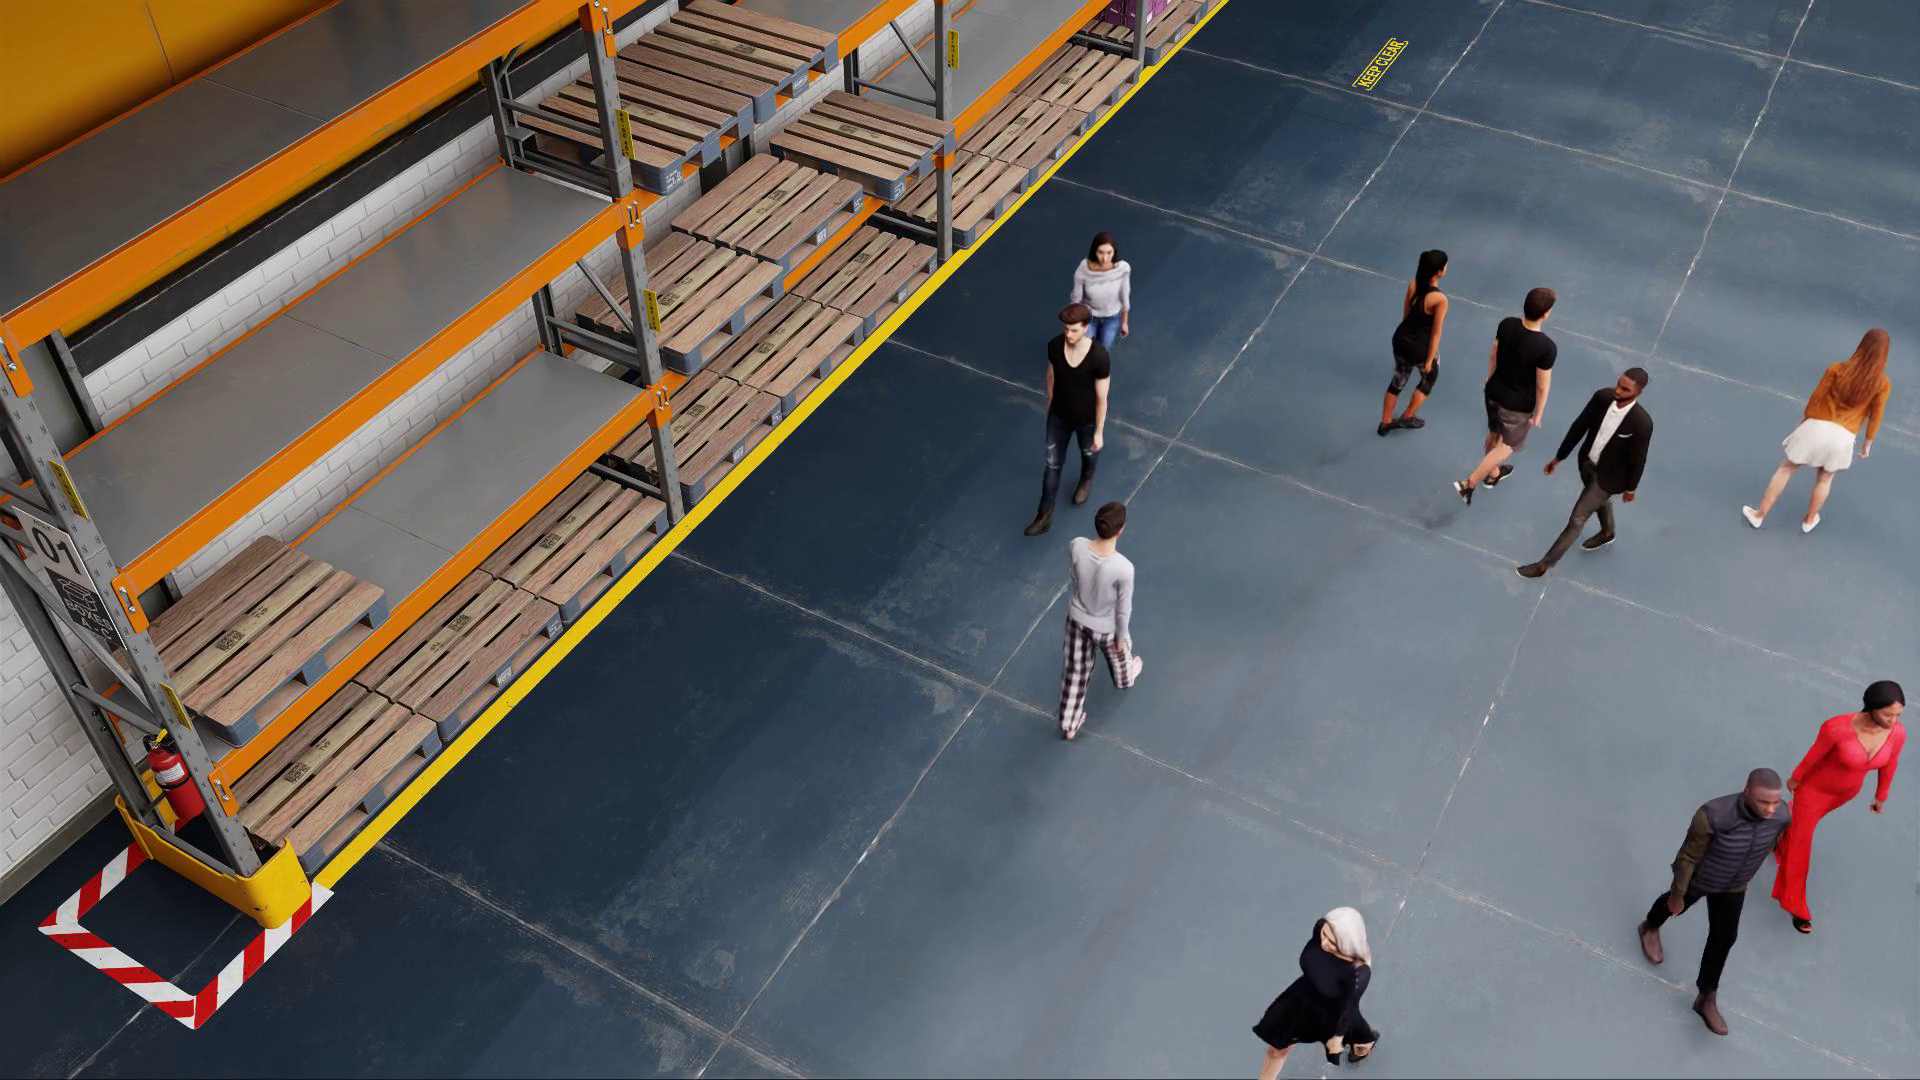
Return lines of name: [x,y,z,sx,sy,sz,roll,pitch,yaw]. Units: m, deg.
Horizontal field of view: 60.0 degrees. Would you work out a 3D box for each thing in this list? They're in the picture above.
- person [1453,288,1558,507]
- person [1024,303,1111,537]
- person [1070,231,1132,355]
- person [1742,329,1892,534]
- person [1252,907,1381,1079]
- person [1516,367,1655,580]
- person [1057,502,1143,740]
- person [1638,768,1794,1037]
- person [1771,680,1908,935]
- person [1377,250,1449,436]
person: [3.926,-1.013,12.034,1.126,1.844,0.926,-27,50,-25]
person: [0.878,-0.950,11.961,0.738,1.855,1.168,18,47,18]
person: [1.067,-1.759,12.982,0.767,1.619,0.823,-5,44,-5]
person: [6.208,-0.747,11.863,0.821,1.696,0.733,18,47,18]
person: [1.947,2.400,8.560,1.224,1.696,0.989,-21,47,-20]
person: [4.523,-0.498,11.571,1.296,1.738,1.128,-17,46,-17]
person: [0.804,0.556,10.408,0.686,1.816,1.068,24,48,23]
person: [4.091,1.781,9.130,1.041,1.805,1.179,-2,44,-2]
person: [4.995,1.371,9.609,1.037,1.739,1.243,-1,44,-1]
person: [3.410,-1.455,12.640,0.761,1.649,0.727,-20,47,-20]
